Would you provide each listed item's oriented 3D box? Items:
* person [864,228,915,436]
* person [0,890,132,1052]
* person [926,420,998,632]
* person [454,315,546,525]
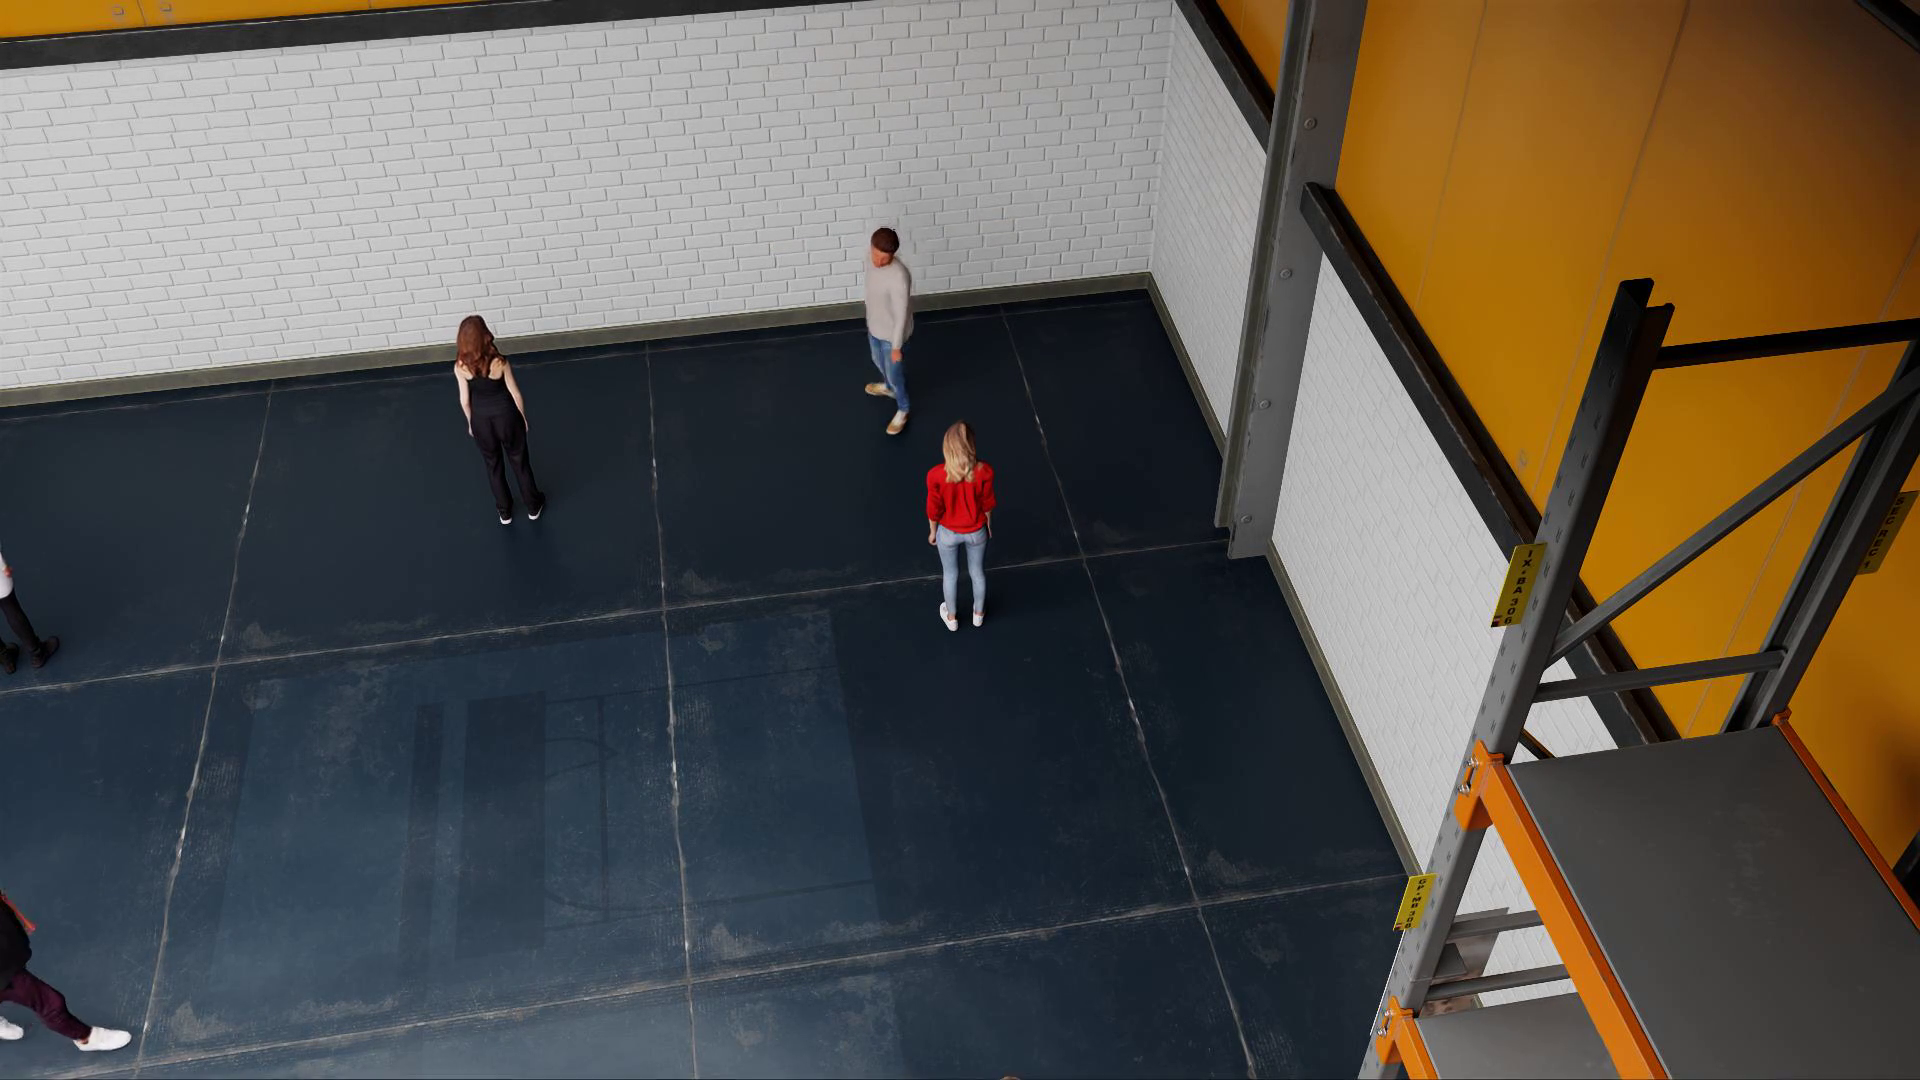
[{"bbox_3d":[-0.505,-1.616,12.461,1.004,1.860,0.774,-13,45,-13],"label":"person"},{"bbox_3d":[-5.061,2.137,8.595,0.720,1.757,1.019,-5,44,-5],"label":"person"},{"bbox_3d":[0.009,-0.071,10.950,0.613,1.706,0.503,-6,44,-6],"label":"person"},{"bbox_3d":[-3.274,-0.838,11.726,0.571,1.747,0.507,-6,44,-6],"label":"person"}]
